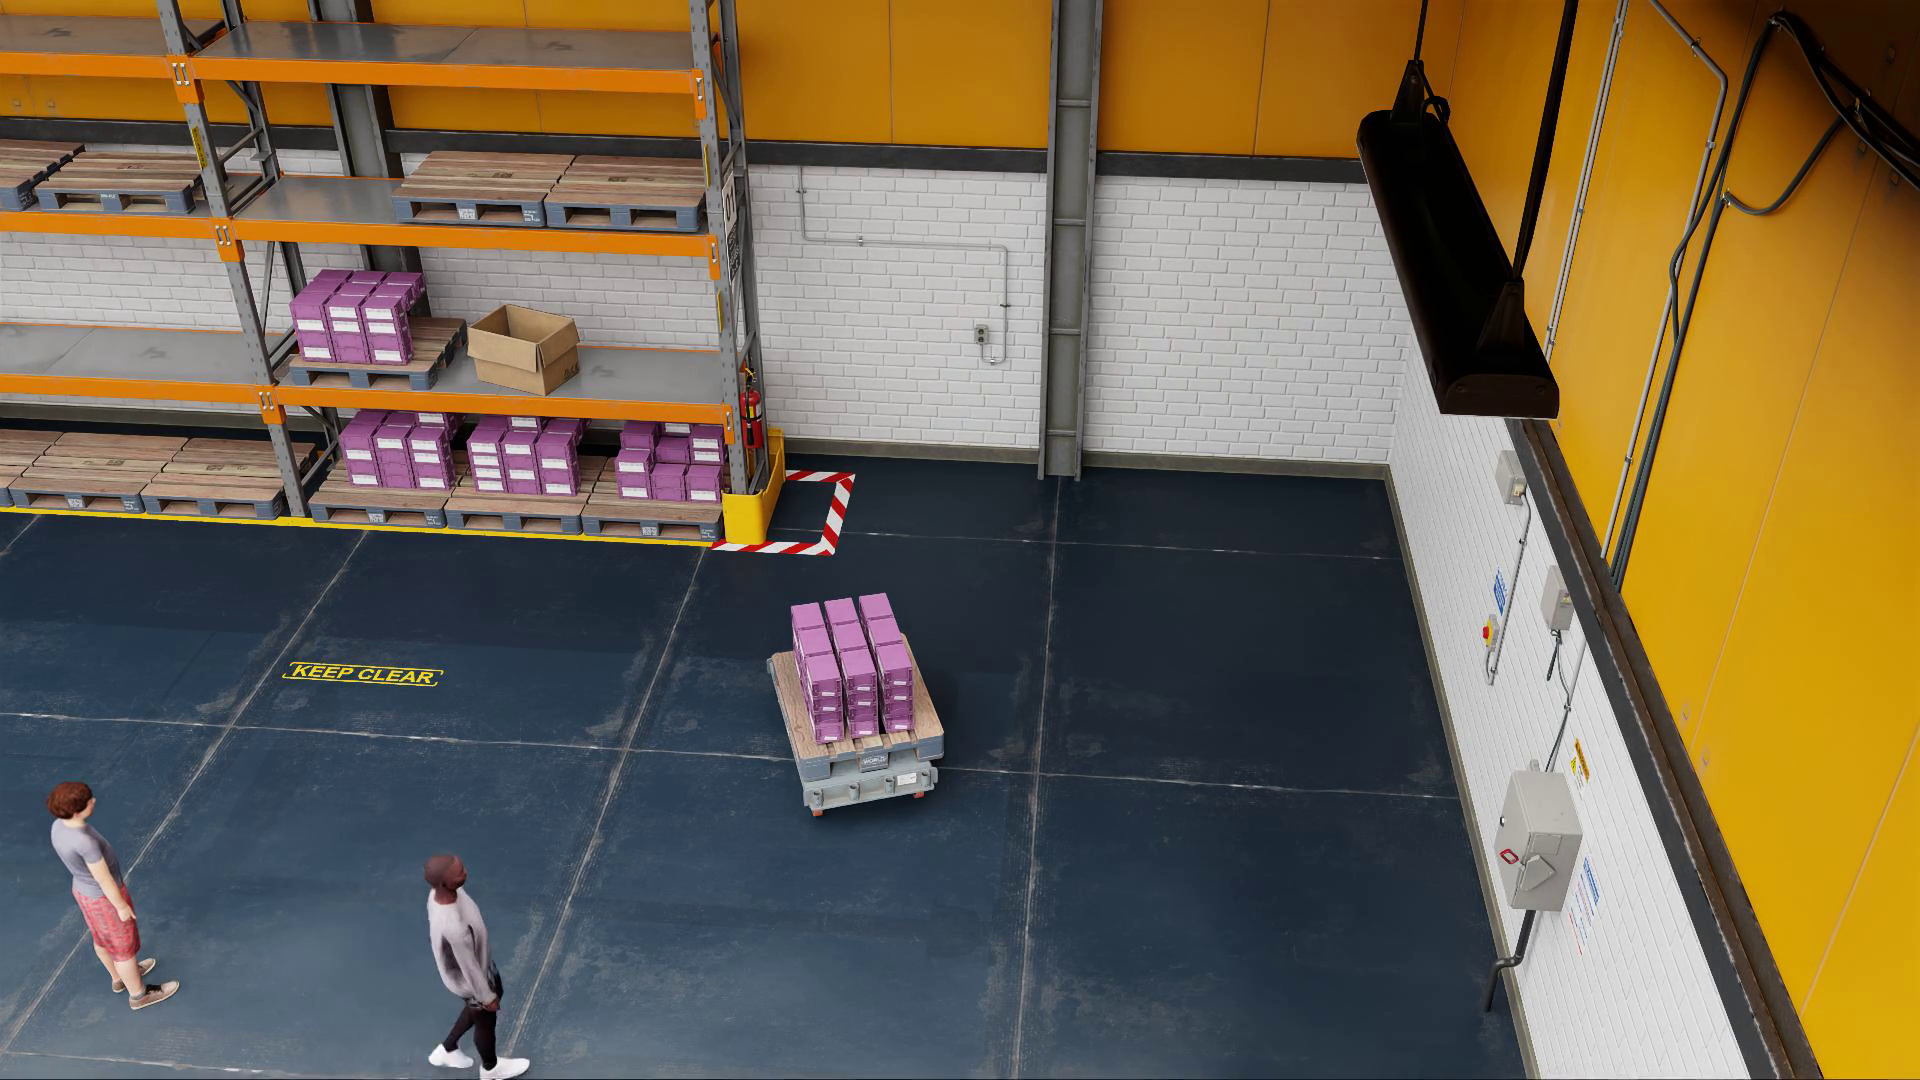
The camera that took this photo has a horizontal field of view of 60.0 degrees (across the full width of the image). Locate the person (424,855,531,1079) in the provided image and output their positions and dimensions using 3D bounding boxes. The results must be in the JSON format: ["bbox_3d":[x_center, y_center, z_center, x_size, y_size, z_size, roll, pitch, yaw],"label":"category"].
[{"bbox_3d":[-2.803,2.420,9.196,0.887,1.762,0.793,-12,36,-18],"label":"person"}]

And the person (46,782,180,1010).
[{"bbox_3d":[-5.064,2.085,9.799,0.644,1.650,0.735,26,41,33],"label":"person"}]
